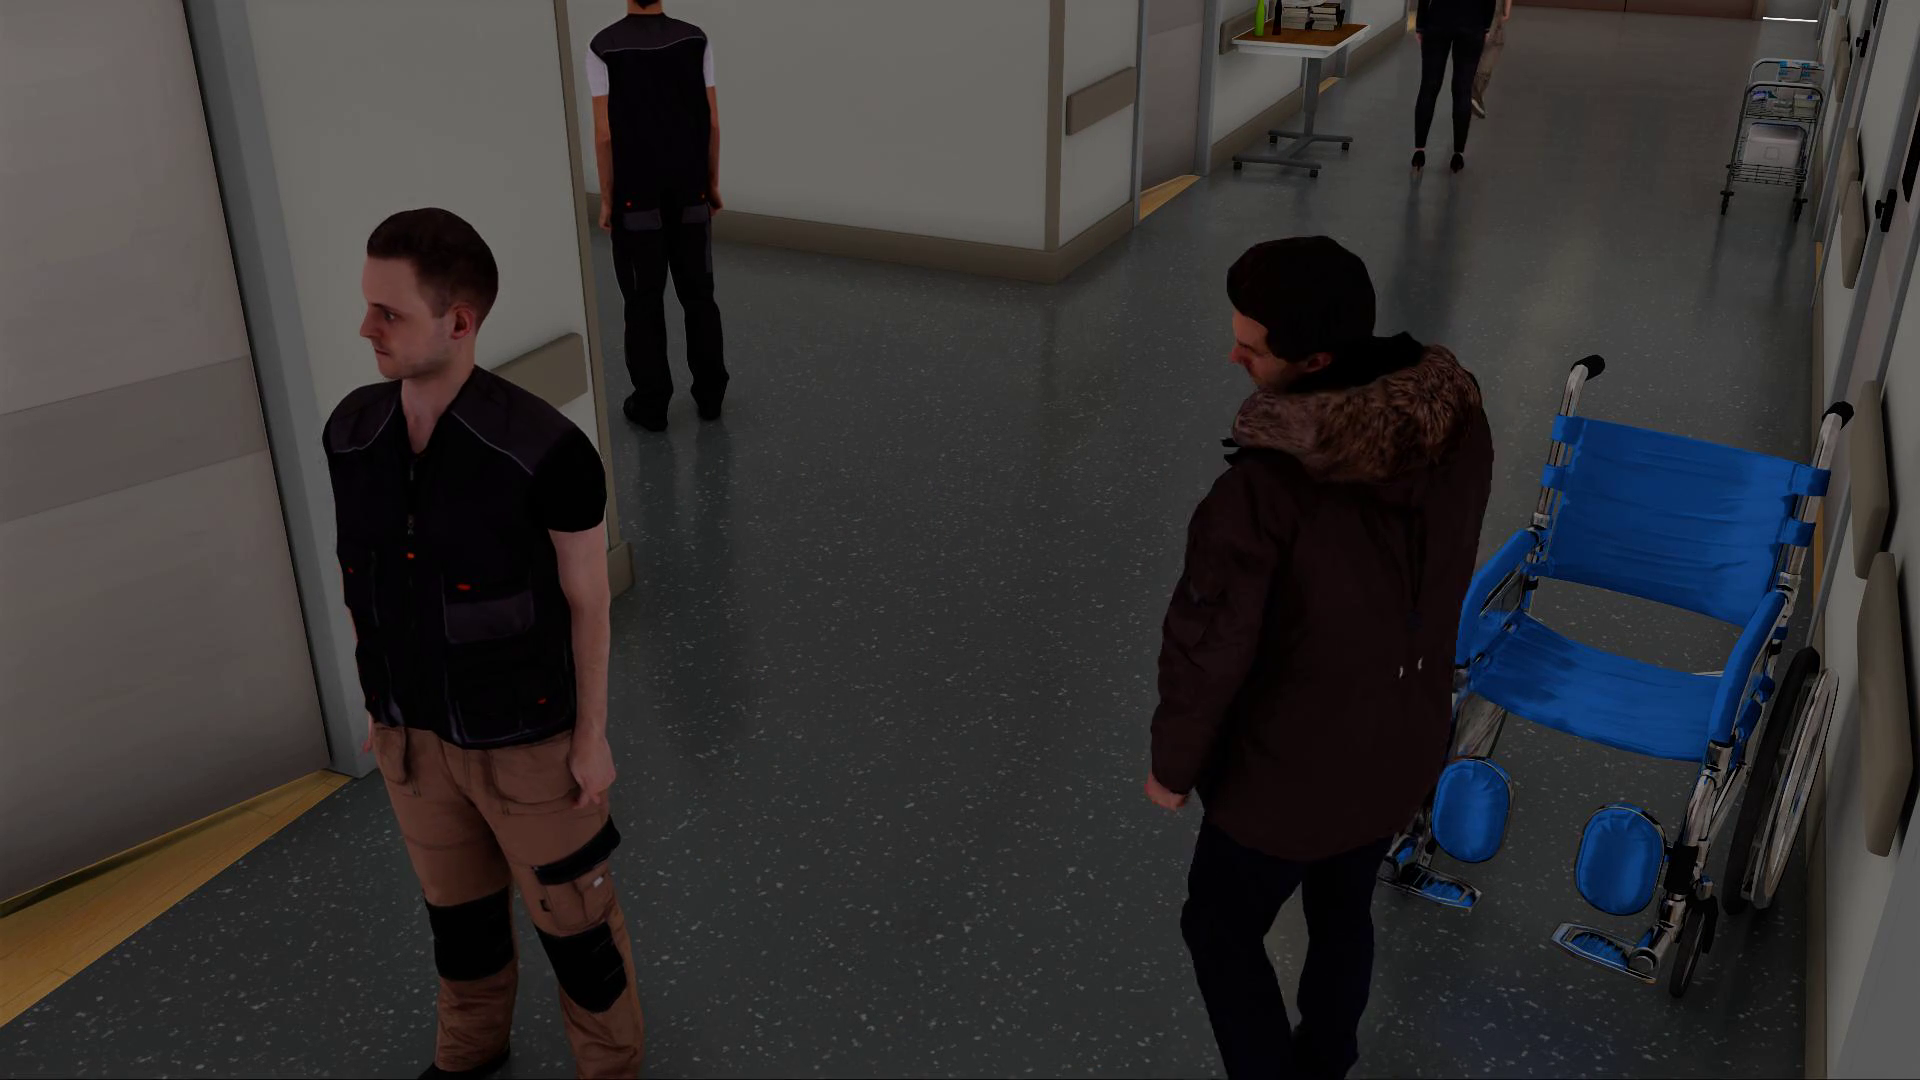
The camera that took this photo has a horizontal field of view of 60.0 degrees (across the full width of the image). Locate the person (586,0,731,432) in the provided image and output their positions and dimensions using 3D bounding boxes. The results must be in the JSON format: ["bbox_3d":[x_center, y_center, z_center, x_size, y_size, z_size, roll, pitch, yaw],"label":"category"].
[{"bbox_3d":[-1.139,-1.329,6.328,0.714,1.849,0.802,-13,29,-25],"label":"person"}]

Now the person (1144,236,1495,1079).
[{"bbox_3d":[0.653,0.340,2.903,0.850,1.818,0.956,-6,26,-13],"label":"person"}]

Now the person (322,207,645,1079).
[{"bbox_3d":[-0.829,0.298,2.964,0.710,1.840,0.620,8,27,17],"label":"person"}]

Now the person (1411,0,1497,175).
[{"bbox_3d":[3.028,-3.115,10.222,0.633,1.683,0.571,9,27,17],"label":"person"}]
